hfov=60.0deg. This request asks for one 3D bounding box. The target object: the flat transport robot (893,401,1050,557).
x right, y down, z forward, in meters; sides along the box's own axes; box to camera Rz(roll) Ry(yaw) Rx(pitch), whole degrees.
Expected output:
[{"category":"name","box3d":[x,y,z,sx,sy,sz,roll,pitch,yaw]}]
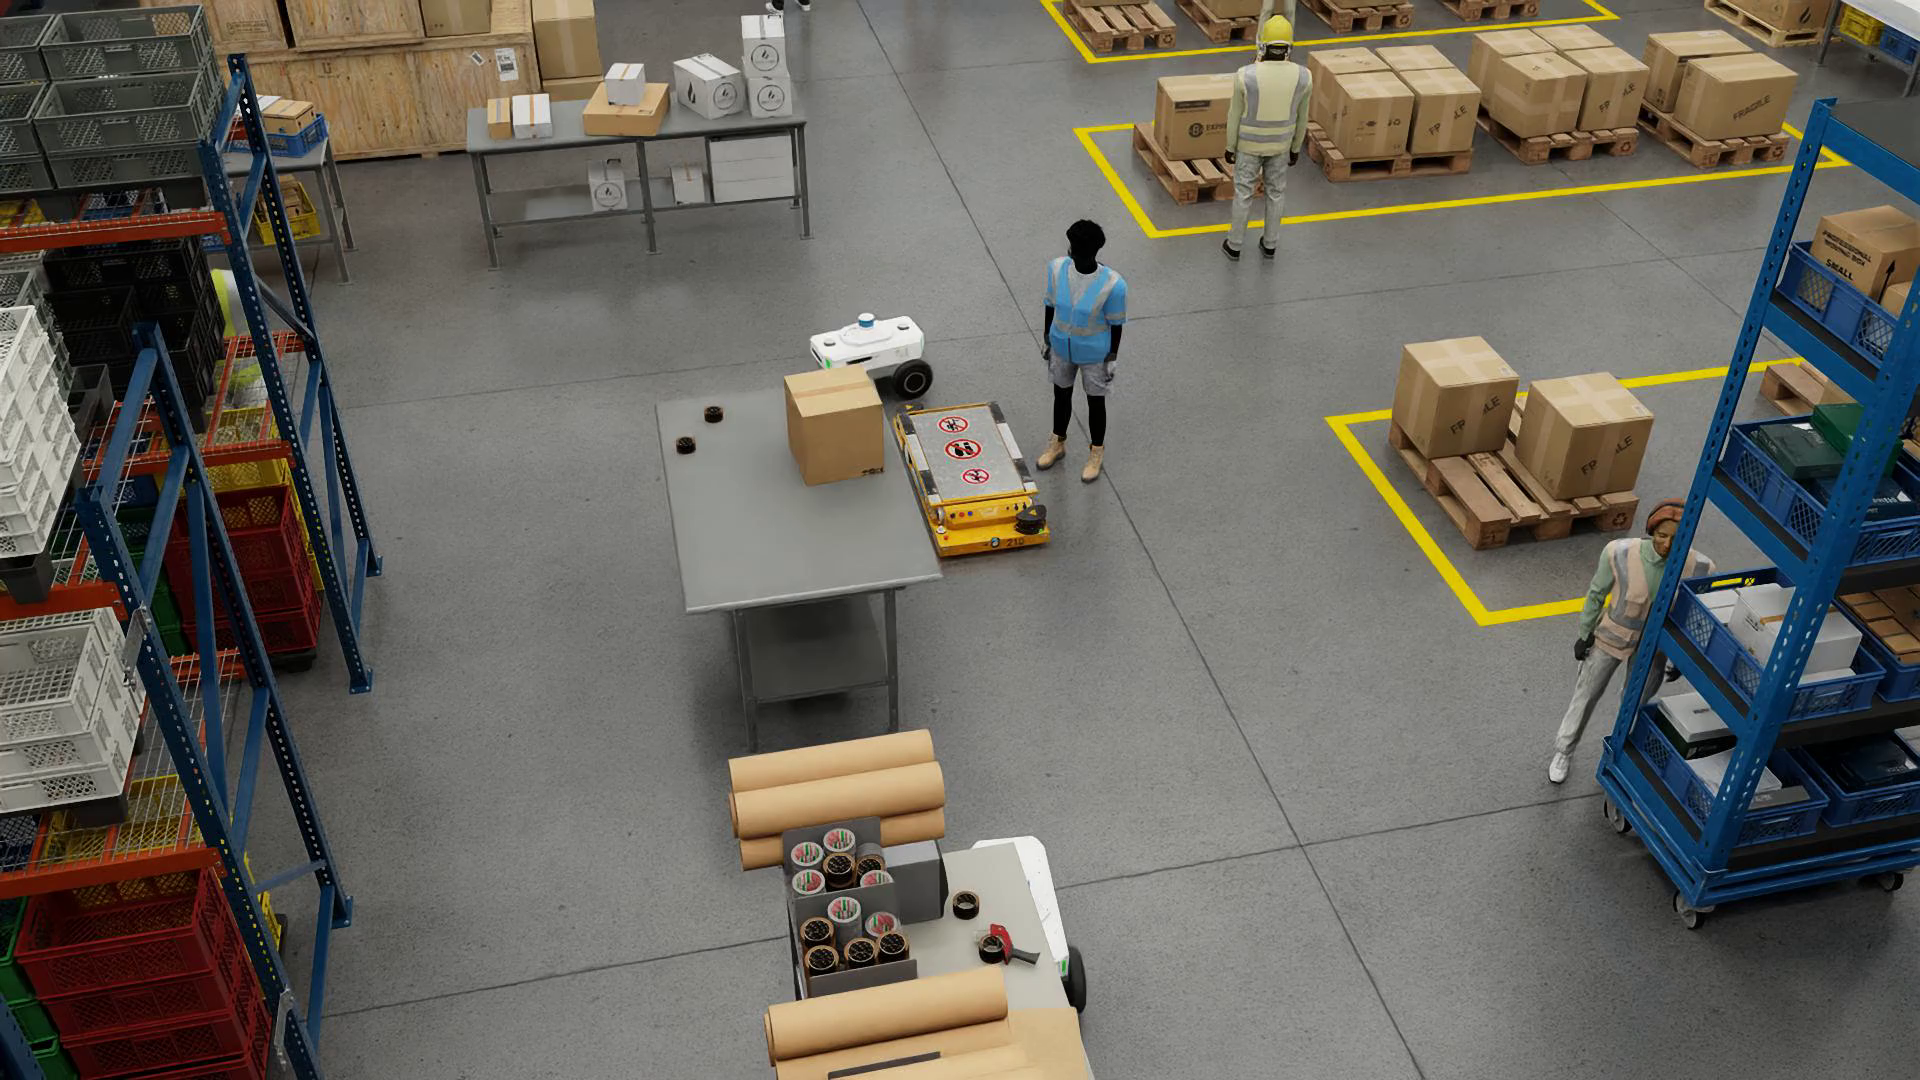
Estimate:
[{"category":"flat transport robot","box3d":[0.046,-0.430,10.108,0.652,0.197,1.431,-8,37,-10]}]

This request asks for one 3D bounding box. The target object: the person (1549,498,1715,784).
[{"category":"person","box3d":[3.119,0.491,7.730,0.511,1.641,0.308,9,38,12]}]

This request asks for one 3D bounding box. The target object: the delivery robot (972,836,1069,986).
[{"category":"delivery robot","box3d":[0.242,1.590,7.081,0.477,0.478,0.707,-5,37,-6]}]

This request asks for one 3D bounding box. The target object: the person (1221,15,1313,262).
[{"category":"person","box3d":[2.223,-2.913,12.158,0.582,1.824,0.403,-3,37,-5]}]

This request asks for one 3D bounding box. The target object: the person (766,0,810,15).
[{"category":"person","box3d":[-1.761,-6.214,16.526,0.584,1.910,0.387,-16,40,-21]}]

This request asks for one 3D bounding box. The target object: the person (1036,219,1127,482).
[{"category":"person","box3d":[0.716,-1.126,9.861,0.532,1.693,0.319,19,41,24]}]

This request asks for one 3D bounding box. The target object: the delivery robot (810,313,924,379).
[{"category":"delivery robot","box3d":[-0.609,-1.254,10.904,0.707,0.478,0.477,-15,39,-19]}]

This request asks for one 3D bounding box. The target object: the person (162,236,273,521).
[{"category":"person","box3d":[-4.200,-0.936,9.487,0.619,1.839,0.430,-17,40,-21]}]

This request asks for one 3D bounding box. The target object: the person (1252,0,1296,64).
[{"category":"person","box3d":[2.979,-5.243,15.244,0.515,1.876,0.328,4,37,5]}]
